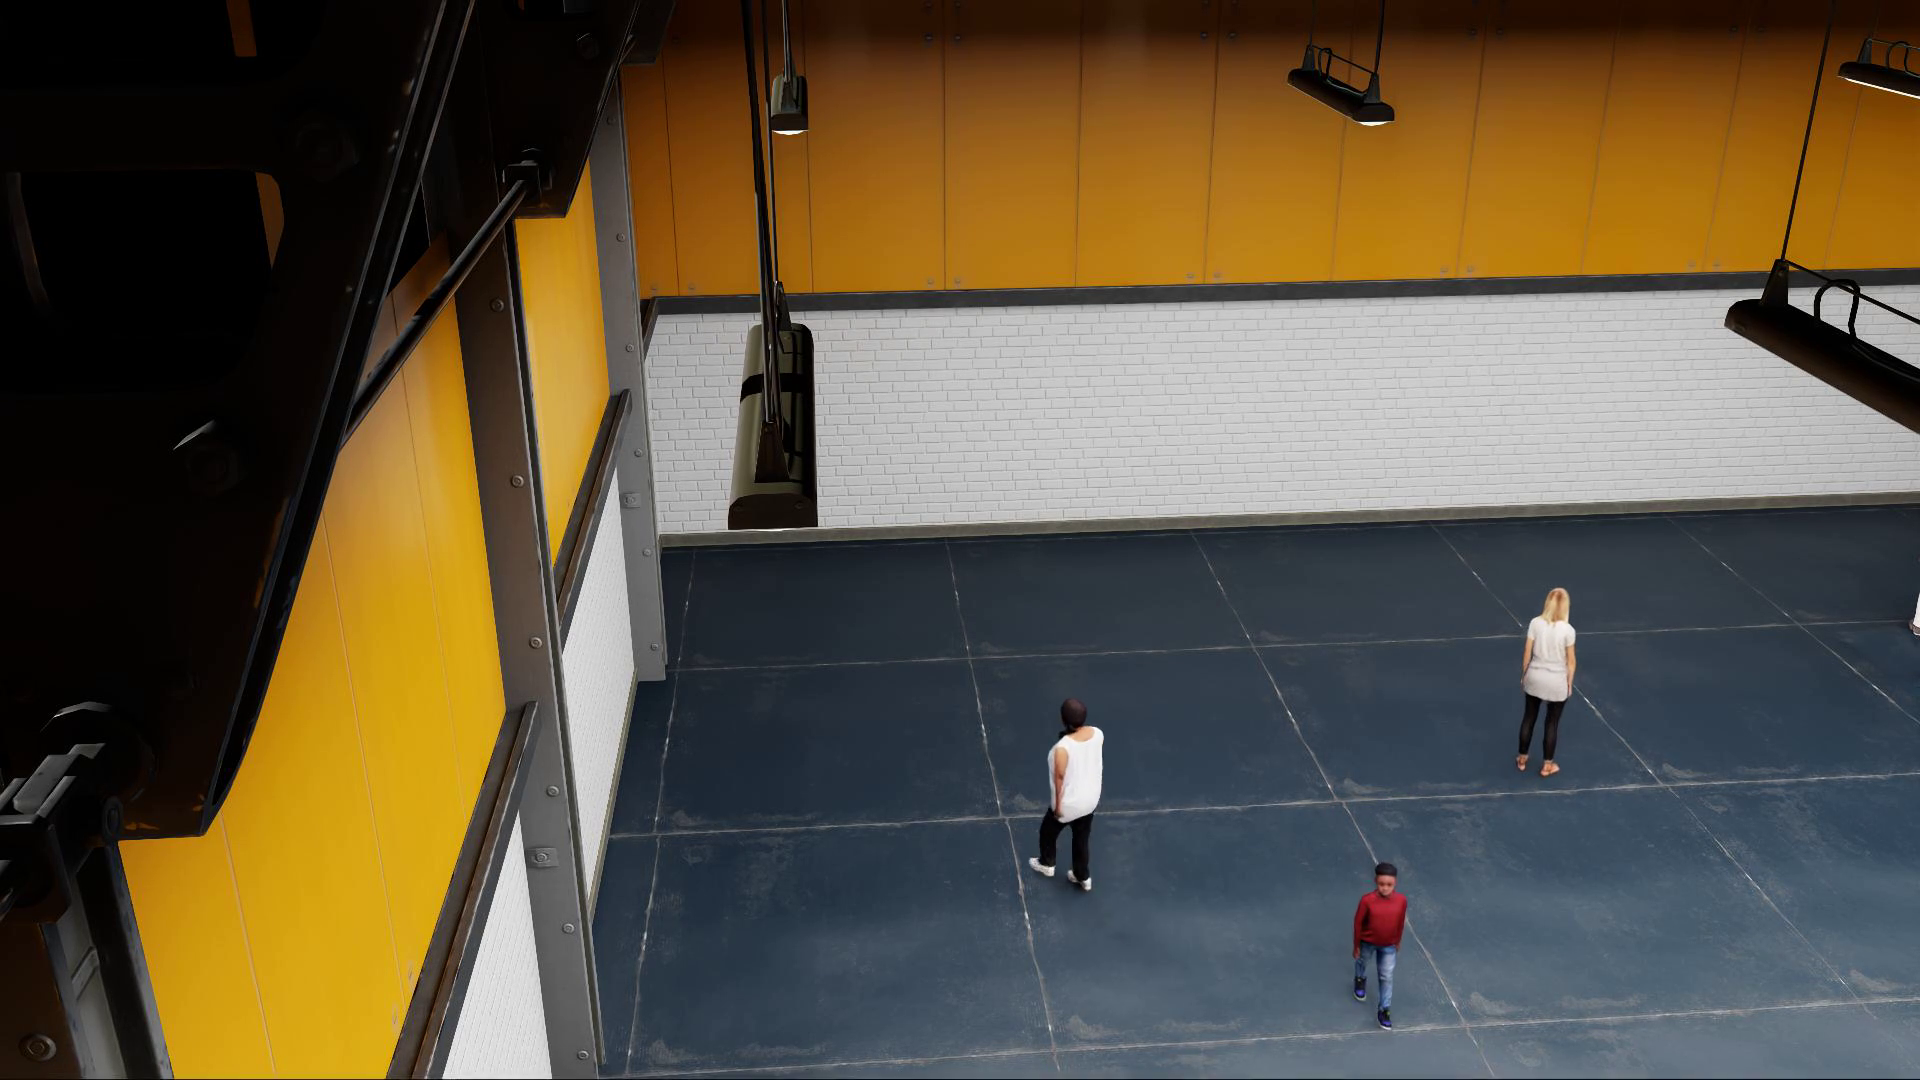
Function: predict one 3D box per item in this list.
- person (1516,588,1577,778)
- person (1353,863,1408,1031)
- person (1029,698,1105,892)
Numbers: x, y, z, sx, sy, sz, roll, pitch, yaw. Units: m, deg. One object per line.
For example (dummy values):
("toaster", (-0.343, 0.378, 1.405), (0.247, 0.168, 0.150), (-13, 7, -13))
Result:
("person", (5.234, 1.270, 14.864), (0.685, 1.827, 0.724), (15, 28, 31))
("person", (3.000, 2.842, 12.013), (0.597, 1.230, 0.887), (2, 24, 4))
("person", (0.939, 2.059, 13.260), (0.872, 1.666, 0.955), (-17, 29, -34))
